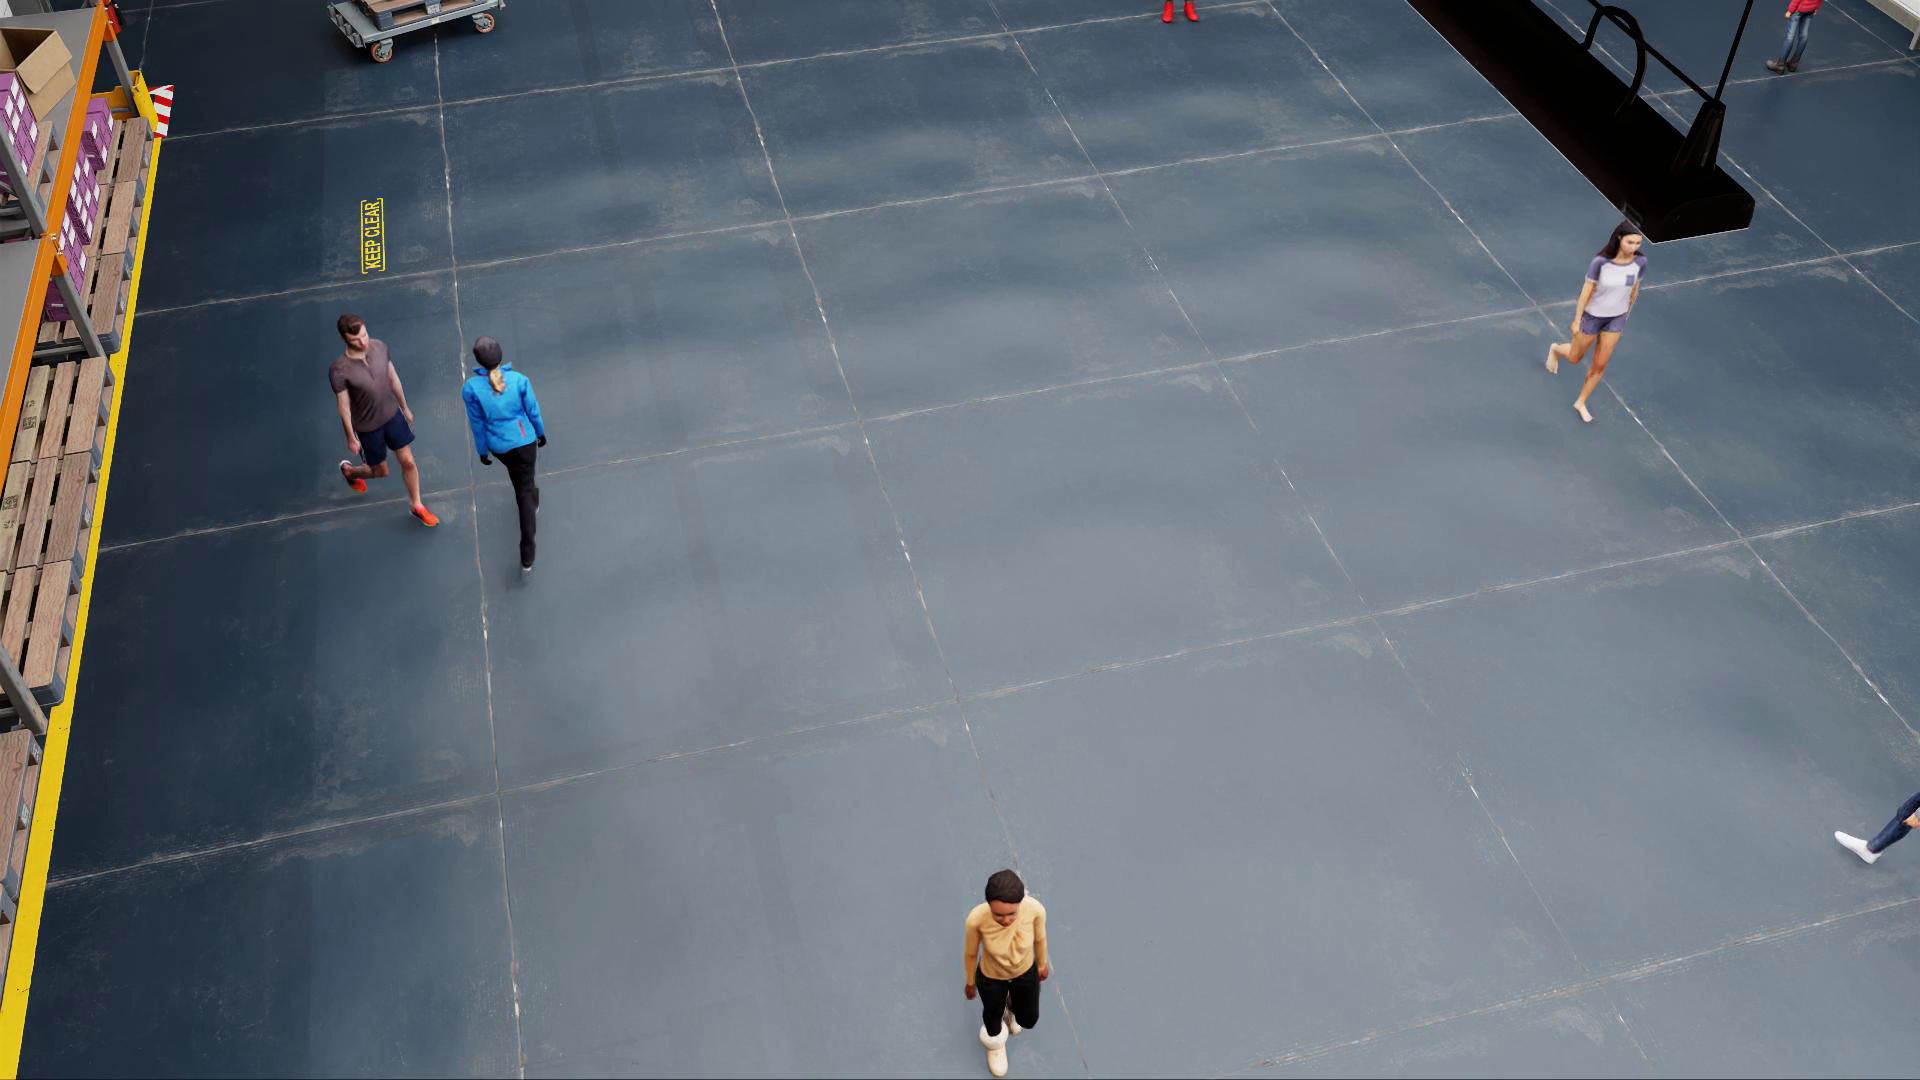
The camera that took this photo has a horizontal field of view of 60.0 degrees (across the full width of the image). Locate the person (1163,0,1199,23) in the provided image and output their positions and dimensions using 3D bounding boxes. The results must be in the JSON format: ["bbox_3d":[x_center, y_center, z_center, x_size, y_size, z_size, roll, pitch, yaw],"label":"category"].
[{"bbox_3d":[2.407,-6.401,17.579,0.675,1.805,0.576,-4,44,-5],"label":"person"}]

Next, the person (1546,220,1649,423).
[{"bbox_3d":[4.897,-1.753,12.765,0.711,1.716,0.950,-1,44,-1],"label":"person"}]

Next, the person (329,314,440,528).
[{"bbox_3d":[-4.188,-0.874,11.762,1.147,1.826,1.048,26,49,25],"label":"person"}]

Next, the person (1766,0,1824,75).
[{"bbox_3d":[8.564,-5.382,16.862,0.509,1.317,0.480,-11,45,-11],"label":"person"}]

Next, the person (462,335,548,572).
[{"bbox_3d":[-3.097,-0.584,11.512,0.744,1.751,1.216,-5,44,-6],"label":"person"}]

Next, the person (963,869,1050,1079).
[{"bbox_3d":[0.228,2.180,8.685,0.642,1.649,0.694,-6,44,-7],"label":"person"}]
